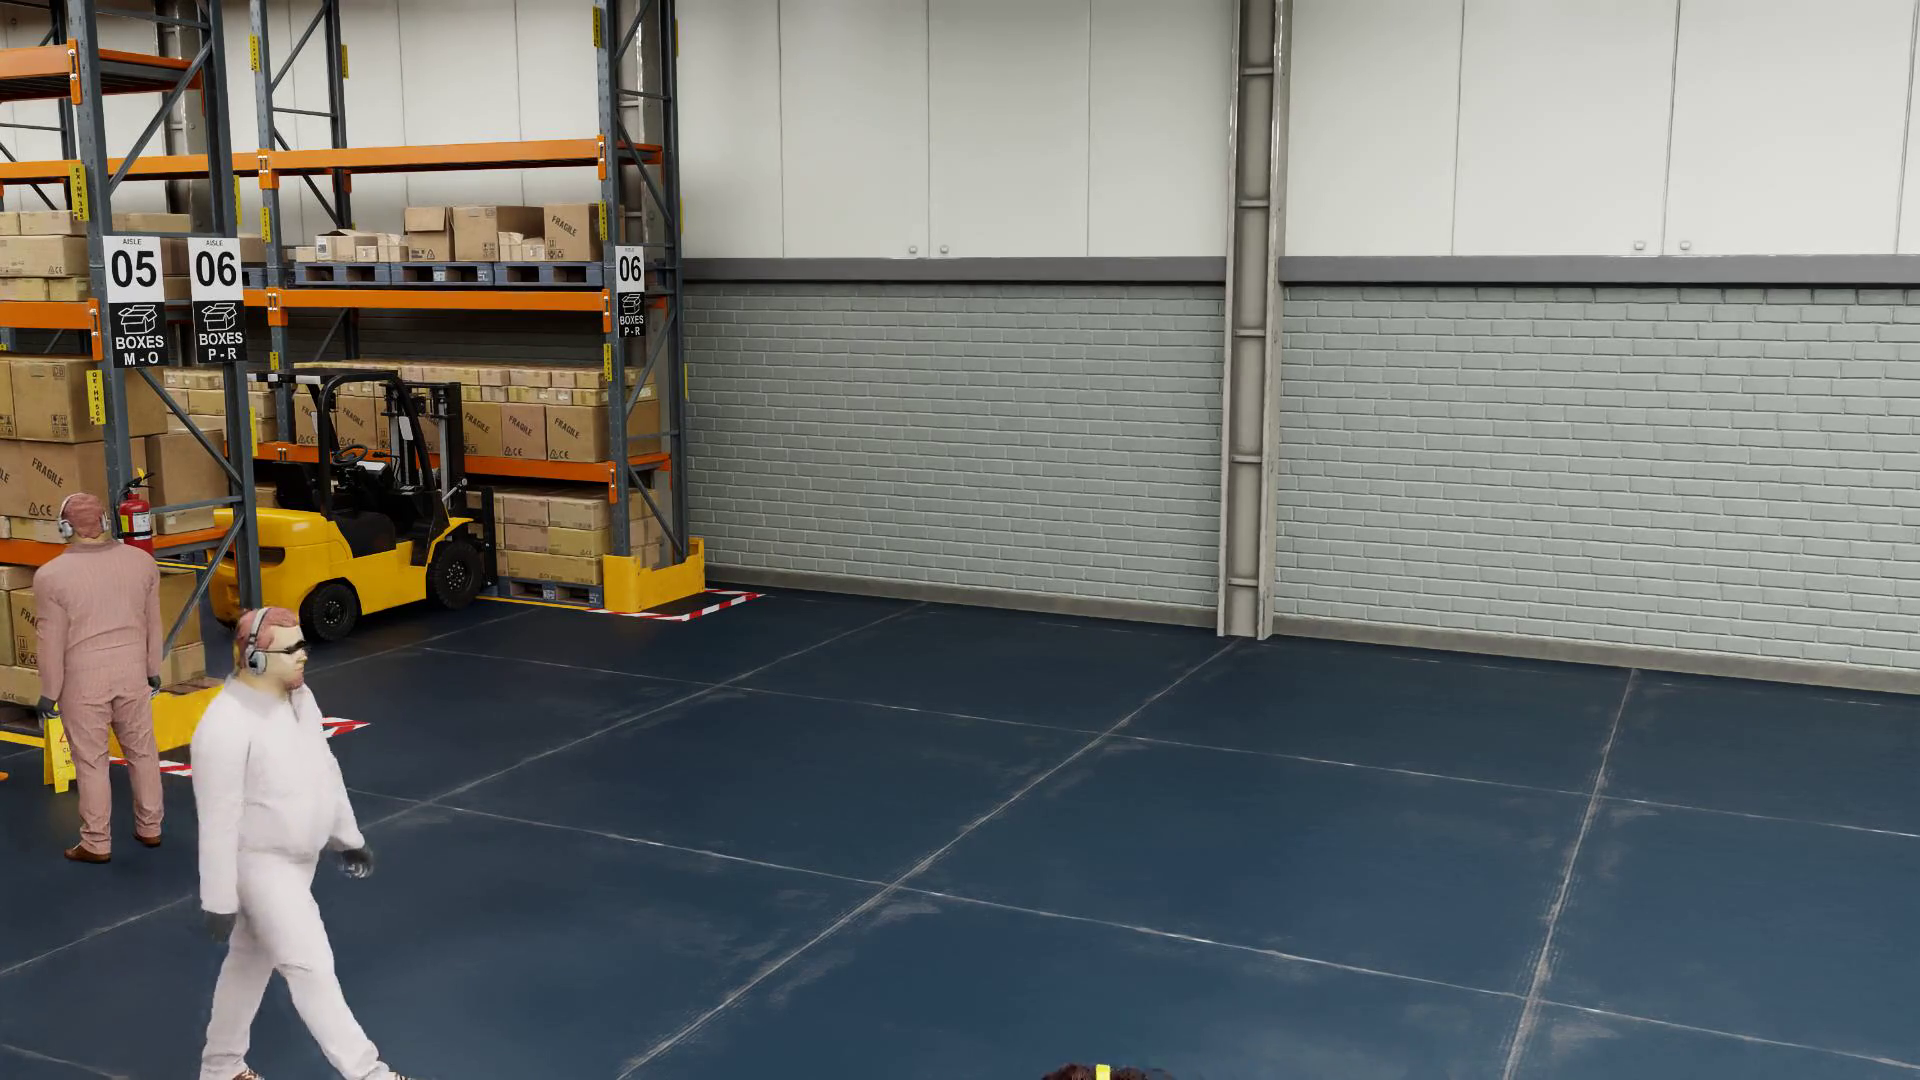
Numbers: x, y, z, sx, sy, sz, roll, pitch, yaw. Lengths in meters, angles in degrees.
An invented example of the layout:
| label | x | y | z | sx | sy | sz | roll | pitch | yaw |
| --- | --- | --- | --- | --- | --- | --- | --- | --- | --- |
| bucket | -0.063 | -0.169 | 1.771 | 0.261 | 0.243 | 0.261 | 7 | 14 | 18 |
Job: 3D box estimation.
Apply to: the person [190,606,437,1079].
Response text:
| label | x | y | z | sx | sy | sz | roll | pitch | yaw |
| --- | --- | --- | --- | --- | --- | --- | --- | --- | --- |
| person | -2.337 | 1.150 | 5.906 | 0.976 | 1.855 | 0.660 | 0 | 9 | 1 |

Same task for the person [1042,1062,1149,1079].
| label | x | y | z | sx | sy | sz | roll | pitch | yaw |
| --- | --- | --- | --- | --- | --- | --- | --- | --- | --- |
| person | 0.143 | 1.702 | 2.633 | 0.932 | 1.825 | 0.557 | 0 | 9 | 0 |

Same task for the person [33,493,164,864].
| label | x | y | z | sx | sy | sz | roll | pitch | yaw |
| --- | --- | --- | --- | --- | --- | --- | --- | --- | --- |
| person | -4.420 | 0.704 | 8.541 | 0.406 | 1.903 | 0.639 | 6 | 11 | 35 |
